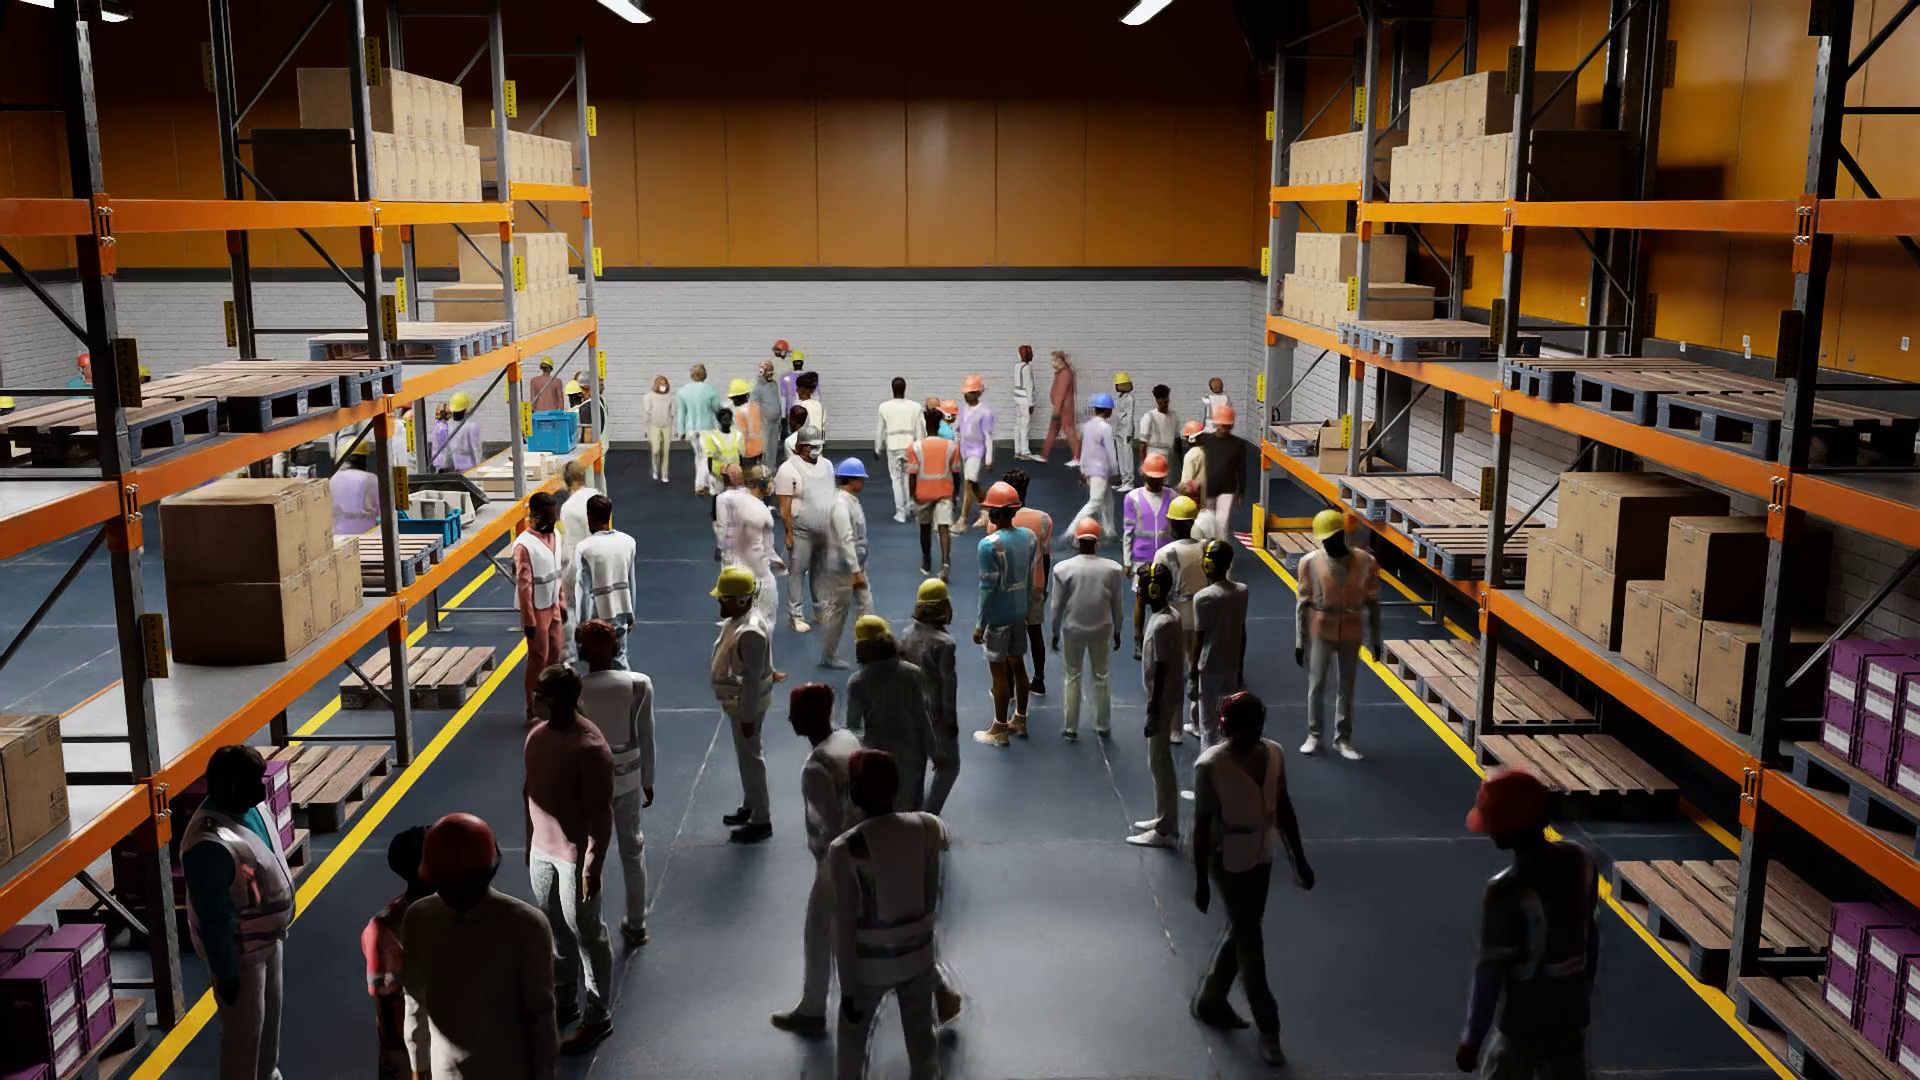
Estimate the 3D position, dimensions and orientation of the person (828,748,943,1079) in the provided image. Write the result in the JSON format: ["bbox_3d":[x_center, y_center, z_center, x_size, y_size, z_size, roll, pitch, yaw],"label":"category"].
[{"bbox_3d":[-0.364,1.778,7.176,0.577,1.845,0.889,-6,13,-29],"label":"person"}]

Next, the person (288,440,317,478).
[{"bbox_3d":[-8.491,-0.986,21.457,0.321,1.694,0.534,1,11,3],"label":"person"}]

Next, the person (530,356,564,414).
[{"bbox_3d":[-6.627,-2.072,26.745,0.538,1.751,0.340,0,11,-1],"label":"person"}]

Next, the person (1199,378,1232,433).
[{"bbox_3d":[3.781,-1.583,24.605,0.519,1.632,0.312,-2,12,-12],"label":"person"}]

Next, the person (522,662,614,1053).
[{"bbox_3d":[-1.937,1.539,8.173,0.632,1.940,0.372,10,15,41],"label":"person"}]

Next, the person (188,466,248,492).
[{"bbox_3d":[-7.190,-0.135,16.307,0.691,2.000,0.642,2,11,11],"label":"person"}]

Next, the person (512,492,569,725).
[{"bbox_3d":[-3.327,0.553,13.206,0.398,1.908,0.599,3,12,14],"label":"person"}]

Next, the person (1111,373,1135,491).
[{"bbox_3d":[2.383,-1.583,24.352,0.317,1.733,0.489,-4,12,-18],"label":"person"}]

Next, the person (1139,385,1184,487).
[{"bbox_3d":[2.552,-1.007,20.952,0.754,1.943,0.406,-9,15,-39],"label":"person"}]

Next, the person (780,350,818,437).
[{"bbox_3d":[-2.510,-1.995,25.947,0.588,1.918,0.388,-2,12,-12],"label":"person"}]

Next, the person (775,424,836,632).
[{"bbox_3d":[-1.434,-0.132,16.294,0.537,2.000,0.682,10,15,42],"label":"person"}]

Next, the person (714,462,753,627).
[{"bbox_3d":[-2.223,0.048,16.404,0.309,1.639,0.515,6,13,28],"label":"person"}]

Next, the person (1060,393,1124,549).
[{"bbox_3d":[1.623,-0.835,20.164,0.912,1.908,0.583,-3,12,-16],"label":"person"}]

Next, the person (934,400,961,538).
[{"bbox_3d":[-0.162,-0.889,20.855,0.355,1.739,0.573,-3,12,-17],"label":"person"}]

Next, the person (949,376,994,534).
[{"bbox_3d":[0.139,-1.102,21.263,0.907,2.006,0.613,-8,14,-36],"label":"person"}]

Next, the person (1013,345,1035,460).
[{"bbox_3d":[1.068,-2.263,27.378,0.355,1.883,0.573,-4,12,-20],"label":"person"}]

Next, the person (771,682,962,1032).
[{"bbox_3d":[-0.470,1.588,8.197,0.911,1.845,0.604,4,12,18],"label":"person"}]

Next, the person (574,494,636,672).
[{"bbox_3d":[-2.759,0.593,13.003,0.402,1.908,0.598,7,13,32],"label":"person"}]

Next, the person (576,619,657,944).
[{"bbox_3d":[-1.964,1.359,9.225,0.574,1.880,0.357,-5,12,-25],"label":"person"}]

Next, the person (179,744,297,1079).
[{"bbox_3d":[-3.134,1.770,7.299,0.429,1.830,0.636,-1,11,-5],"label":"person"}]

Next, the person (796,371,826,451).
[{"bbox_3d":[-2.259,-1.711,25.103,0.367,1.678,0.535,9,14,37],"label":"person"}]

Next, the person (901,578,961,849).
[{"bbox_3d":[-0.196,1.115,10.827,0.450,1.725,0.553,-10,15,-42],"label":"person"}]

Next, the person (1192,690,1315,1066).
[{"bbox_3d":[1.412,1.606,8.167,0.641,1.808,0.647,-10,15,-41],"label":"person"}]

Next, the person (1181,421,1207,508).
[{"bbox_3d":[2.638,-0.480,18.795,0.353,1.739,0.577,8,14,33],"label":"person"}]

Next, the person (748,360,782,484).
[{"bbox_3d":[-2.860,-1.727,24.672,0.400,1.895,0.652,6,13,26],"label":"person"}]

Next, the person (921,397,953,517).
[{"bbox_3d":[-0.331,-1.125,22.403,0.551,1.590,0.886,0,11,1],"label":"person"}]

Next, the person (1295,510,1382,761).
[{"bbox_3d":[2.824,0.713,12.462,0.633,1.889,0.388,1,11,6],"label":"person"}]

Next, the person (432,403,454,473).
[{"bbox_3d":[-6.660,-0.964,21.508,0.313,1.631,0.525,-5,12,-22],"label":"person"}]

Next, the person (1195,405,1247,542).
[{"bbox_3d":[2.923,-0.581,18.780,0.614,1.954,0.982,3,12,14],"label":"person"}]

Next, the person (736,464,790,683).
[{"bbox_3d":[-1.788,0.287,14.509,0.611,1.913,0.640,-3,12,-15],"label":"person"}]

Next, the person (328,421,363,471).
[{"bbox_3d":[-8.253,-1.185,22.346,0.321,1.738,0.484,10,15,40],"label":"person"}]

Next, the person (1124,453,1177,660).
[{"bbox_3d":[1.766,0.153,15.161,0.549,1.927,0.393,-1,11,-3],"label":"person"}]

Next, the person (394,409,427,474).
[{"bbox_3d":[-6.468,-0.683,19.781,0.566,1.751,0.329,9,14,38],"label":"person"}]

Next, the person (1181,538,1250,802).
[{"bbox_3d":[1.776,0.912,11.516,0.518,1.863,0.311,-8,14,-34],"label":"person"}]

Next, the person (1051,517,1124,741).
[{"bbox_3d":[0.984,0.688,12.913,0.573,1.745,0.344,-1,11,-3],"label":"person"}]

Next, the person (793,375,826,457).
[{"bbox_3d":[-1.995,-1.180,21.772,0.371,1.958,0.598,7,13,31],"label":"person"}]

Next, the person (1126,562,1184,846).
[{"bbox_3d":[1.277,1.061,10.793,0.341,1.856,0.520,2,12,12],"label":"person"}]

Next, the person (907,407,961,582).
[{"bbox_3d":[-0.277,-0.506,18.475,0.600,1.936,0.908,-2,11,-8],"label":"person"}]

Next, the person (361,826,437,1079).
[{"bbox_3d":[-2.142,1.957,6.684,0.321,1.697,0.530,5,12,23],"label":"person"}]

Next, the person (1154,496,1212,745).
[{"bbox_3d":[1.711,0.617,12.821,0.585,1.929,0.371,-6,13,-30],"label":"person"}]

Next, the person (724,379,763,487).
[{"bbox_3d":[-3.060,-1.423,23.565,0.500,1.716,0.733,-8,14,-34],"label":"person"}]

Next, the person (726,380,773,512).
[{"bbox_3d":[-2.794,-1.159,21.829,0.492,1.892,0.630,2,12,12],"label":"person"}]

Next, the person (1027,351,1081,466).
[{"bbox_3d":[1.531,-2.084,26.540,0.979,1.854,0.656,1,11,3],"label":"person"}]

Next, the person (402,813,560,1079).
[{"bbox_3d":[-1.759,1.934,6.081,0.618,1.986,0.408,3,12,14],"label":"person"}]

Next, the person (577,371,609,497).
[{"bbox_3d":[-4.818,-1.172,21.508,0.538,2.000,0.681,0,11,0],"label":"person"}]

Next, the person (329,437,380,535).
[{"bbox_3d":[-5.869,-0.047,16.217,0.657,1.901,0.470,-1,11,-3],"label":"person"}]

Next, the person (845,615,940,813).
[{"bbox_3d":[-0.454,1.280,10.087,0.546,1.678,0.867,-6,13,-29],"label":"person"}]

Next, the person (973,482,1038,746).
[{"bbox_3d":[0.323,0.567,12.786,0.375,2.044,0.605,10,15,40],"label":"person"}]

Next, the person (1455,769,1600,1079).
[{"bbox_3d":[2.259,1.842,6.501,0.731,1.997,0.427,-8,14,-34],"label":"person"}]

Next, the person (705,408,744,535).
[{"bbox_3d":[-2.909,-0.822,20.738,0.543,1.644,0.899,-6,13,-28],"label":"person"}]

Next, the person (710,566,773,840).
[{"bbox_3d":[-1.430,1.054,10.914,0.403,1.823,0.585,-3,12,-16],"label":"person"}]

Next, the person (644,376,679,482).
[{"bbox_3d":[-4.482,-1.662,25.007,0.525,1.616,0.374,-5,12,-24],"label":"person"}]

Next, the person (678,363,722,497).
[{"bbox_3d":[-3.723,-1.583,23.884,0.634,1.915,0.829,4,12,18],"label":"person"}]

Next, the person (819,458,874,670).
[{"bbox_3d":[-0.975,0.231,14.791,0.662,1.910,0.668,2,12,12],"label":"person"}]

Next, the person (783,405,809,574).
[{"bbox_3d":[-1.791,-0.572,18.805,0.391,1.920,0.593,6,13,27],"label":"person"}]

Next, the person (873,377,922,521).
[{"bbox_3d":[-0.853,-1.221,22.108,0.598,1.898,0.738,-4,12,-20],"label":"person"}]

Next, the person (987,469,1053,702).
[{"bbox_3d":[0.492,0.379,13.959,0.602,1.957,0.385,-6,13,-27],"label":"person"}]
